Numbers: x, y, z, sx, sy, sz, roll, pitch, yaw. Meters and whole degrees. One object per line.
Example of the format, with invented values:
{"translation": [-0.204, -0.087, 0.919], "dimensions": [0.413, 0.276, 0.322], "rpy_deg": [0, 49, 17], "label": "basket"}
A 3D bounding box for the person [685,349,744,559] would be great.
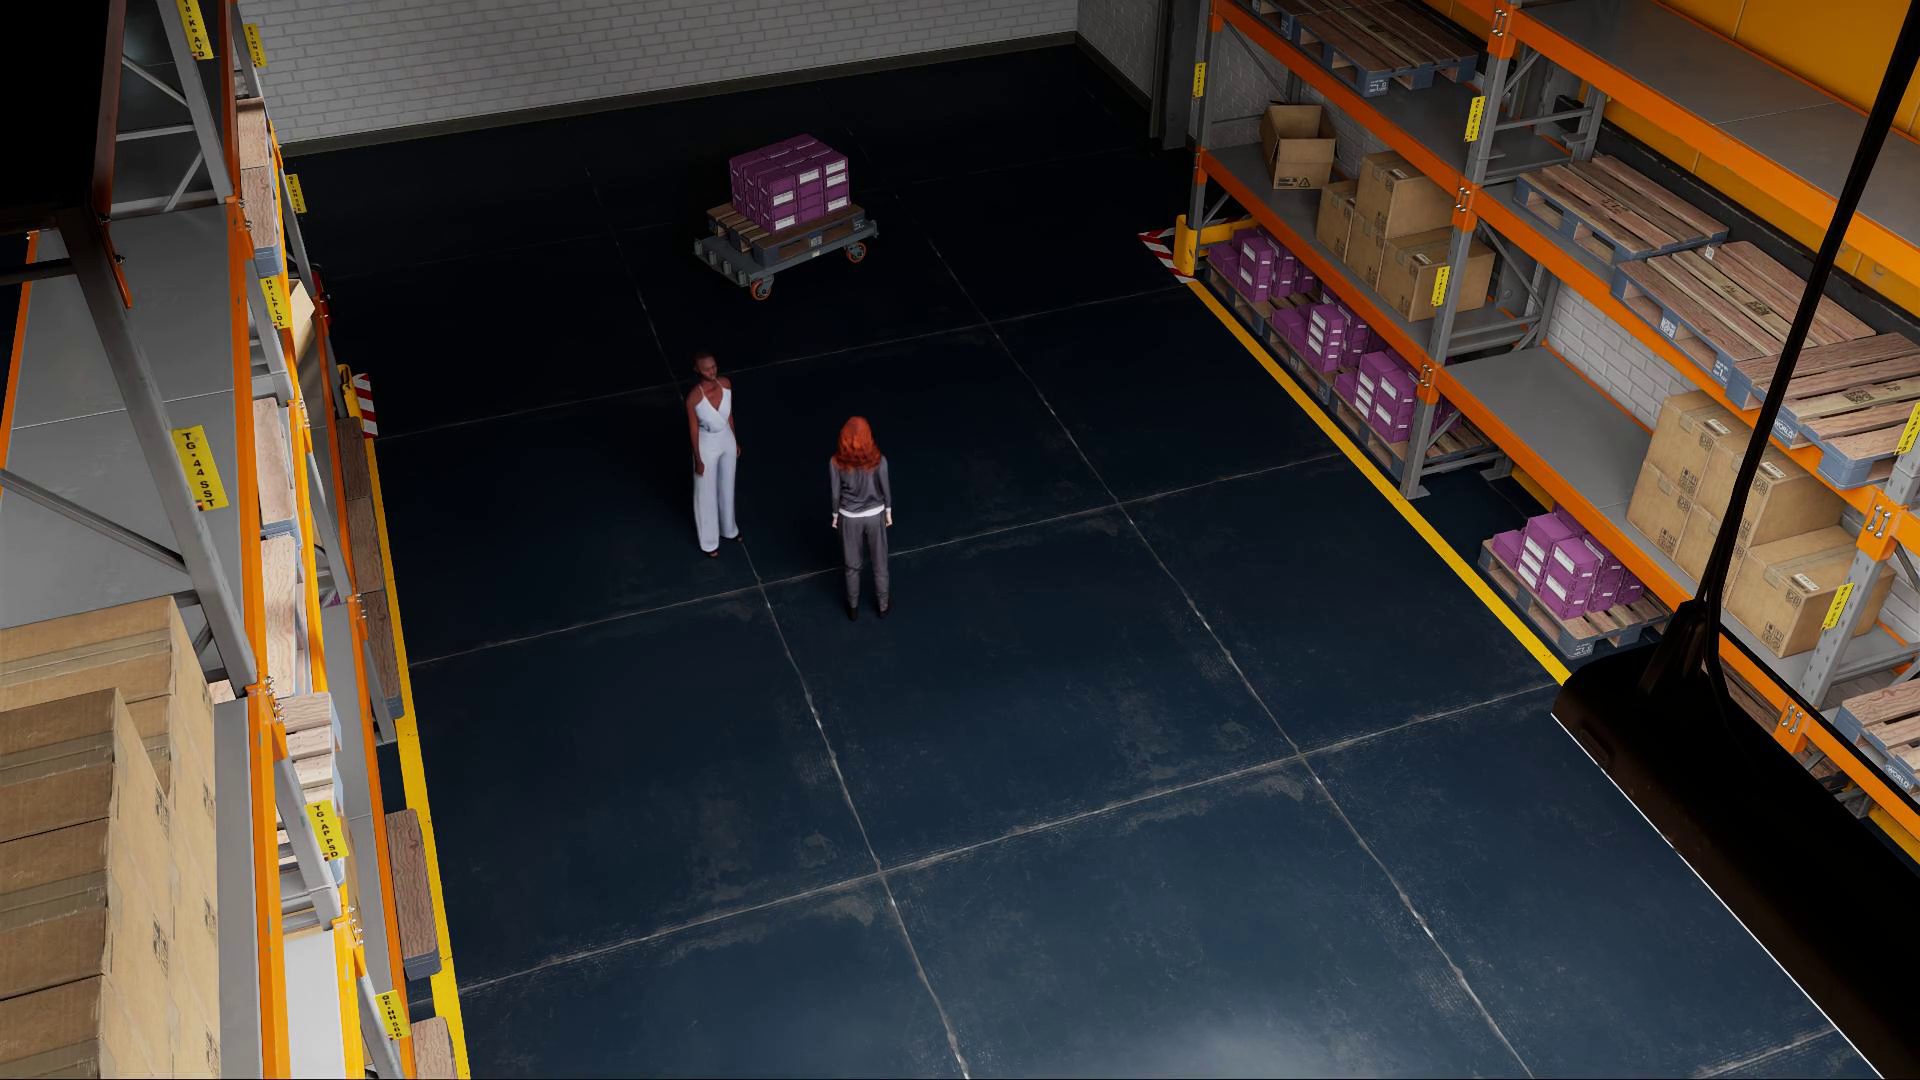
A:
{"translation": [-1.862, -0.671, 12.572], "dimensions": [0.646, 1.783, 0.649], "rpy_deg": [29, 47, 31], "label": "person"}

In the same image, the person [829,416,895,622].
{"translation": [-0.702, -0.150, 11.922], "dimensions": [0.640, 1.779, 0.603], "rpy_deg": [-1, 39, -1], "label": "person"}
